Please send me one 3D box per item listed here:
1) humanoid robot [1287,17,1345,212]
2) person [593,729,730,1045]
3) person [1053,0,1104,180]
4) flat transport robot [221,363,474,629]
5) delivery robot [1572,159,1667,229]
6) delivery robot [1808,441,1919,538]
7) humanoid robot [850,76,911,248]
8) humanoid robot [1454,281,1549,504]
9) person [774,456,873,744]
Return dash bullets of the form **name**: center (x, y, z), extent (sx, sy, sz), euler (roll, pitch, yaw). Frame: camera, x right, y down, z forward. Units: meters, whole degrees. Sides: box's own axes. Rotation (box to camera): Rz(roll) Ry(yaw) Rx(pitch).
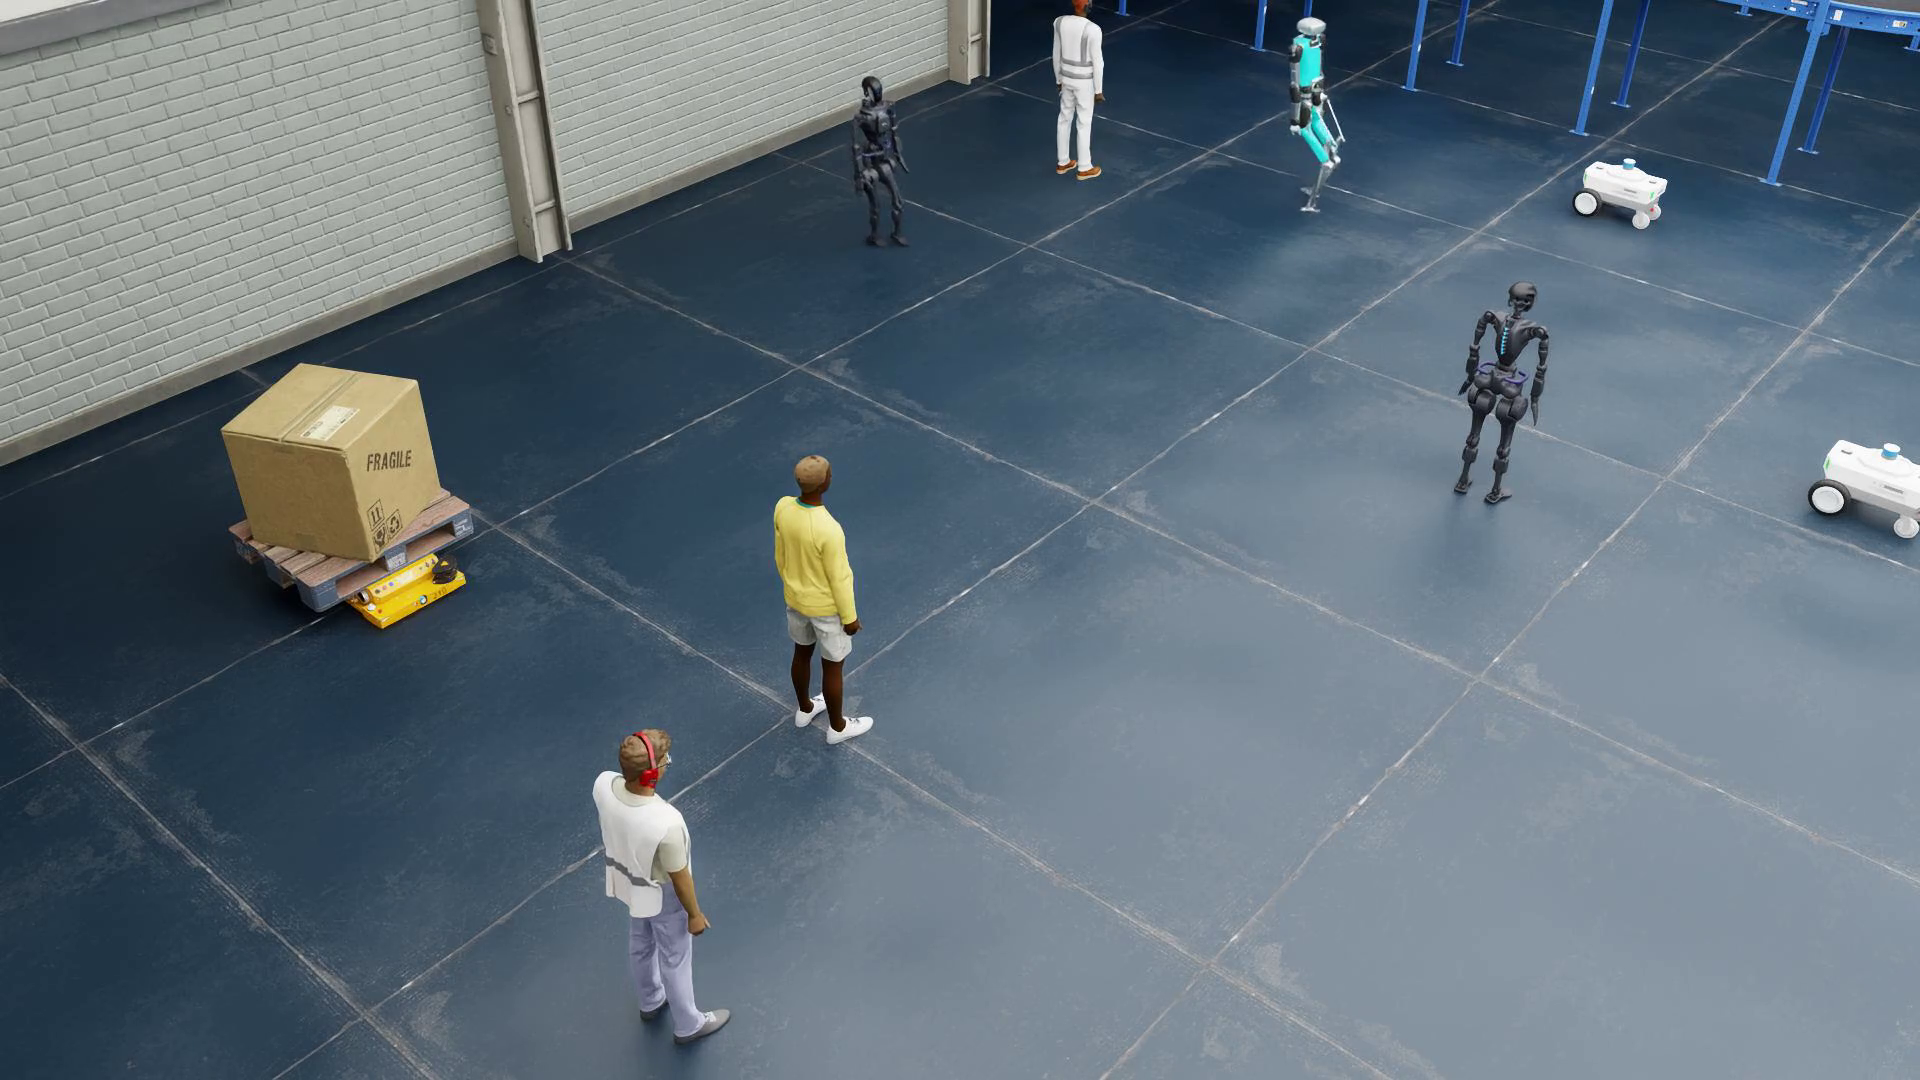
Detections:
- **humanoid robot**: center (3.442, -3.977, 15.716), extent (0.788, 1.792, 0.531), euler (25, 42, 30)
- **person**: center (-1.424, 1.634, 7.741), extent (0.562, 1.837, 0.389), euler (27, 43, 33)
- **person**: center (1.161, -4.469, 16.273), extent (0.573, 1.882, 0.355), euler (27, 43, 33)
- **flat transport robot**: center (-4.050, 0.102, 11.245), extent (1.431, 0.231, 0.659), euler (27, 43, 32)
- **delivery robot**: center (6.294, -3.334, 15.798), extent (0.739, 0.566, 0.499), euler (27, 43, 32)
- **delivery robot**: center (6.460, -0.411, 11.694), extent (0.739, 0.566, 0.499), euler (27, 43, 32)
- **humanoid robot**: center (-0.724, -3.371, 14.917), extent (0.610, 1.639, 0.460), euler (-29, 44, -34)
- **humanoid robot**: center (3.777, -1.051, 11.641), extent (0.599, 1.653, 0.315), euler (27, 43, 32)
- **person**: center (-0.809, 0.344, 9.501), extent (0.544, 1.900, 0.375), euler (27, 43, 33)
